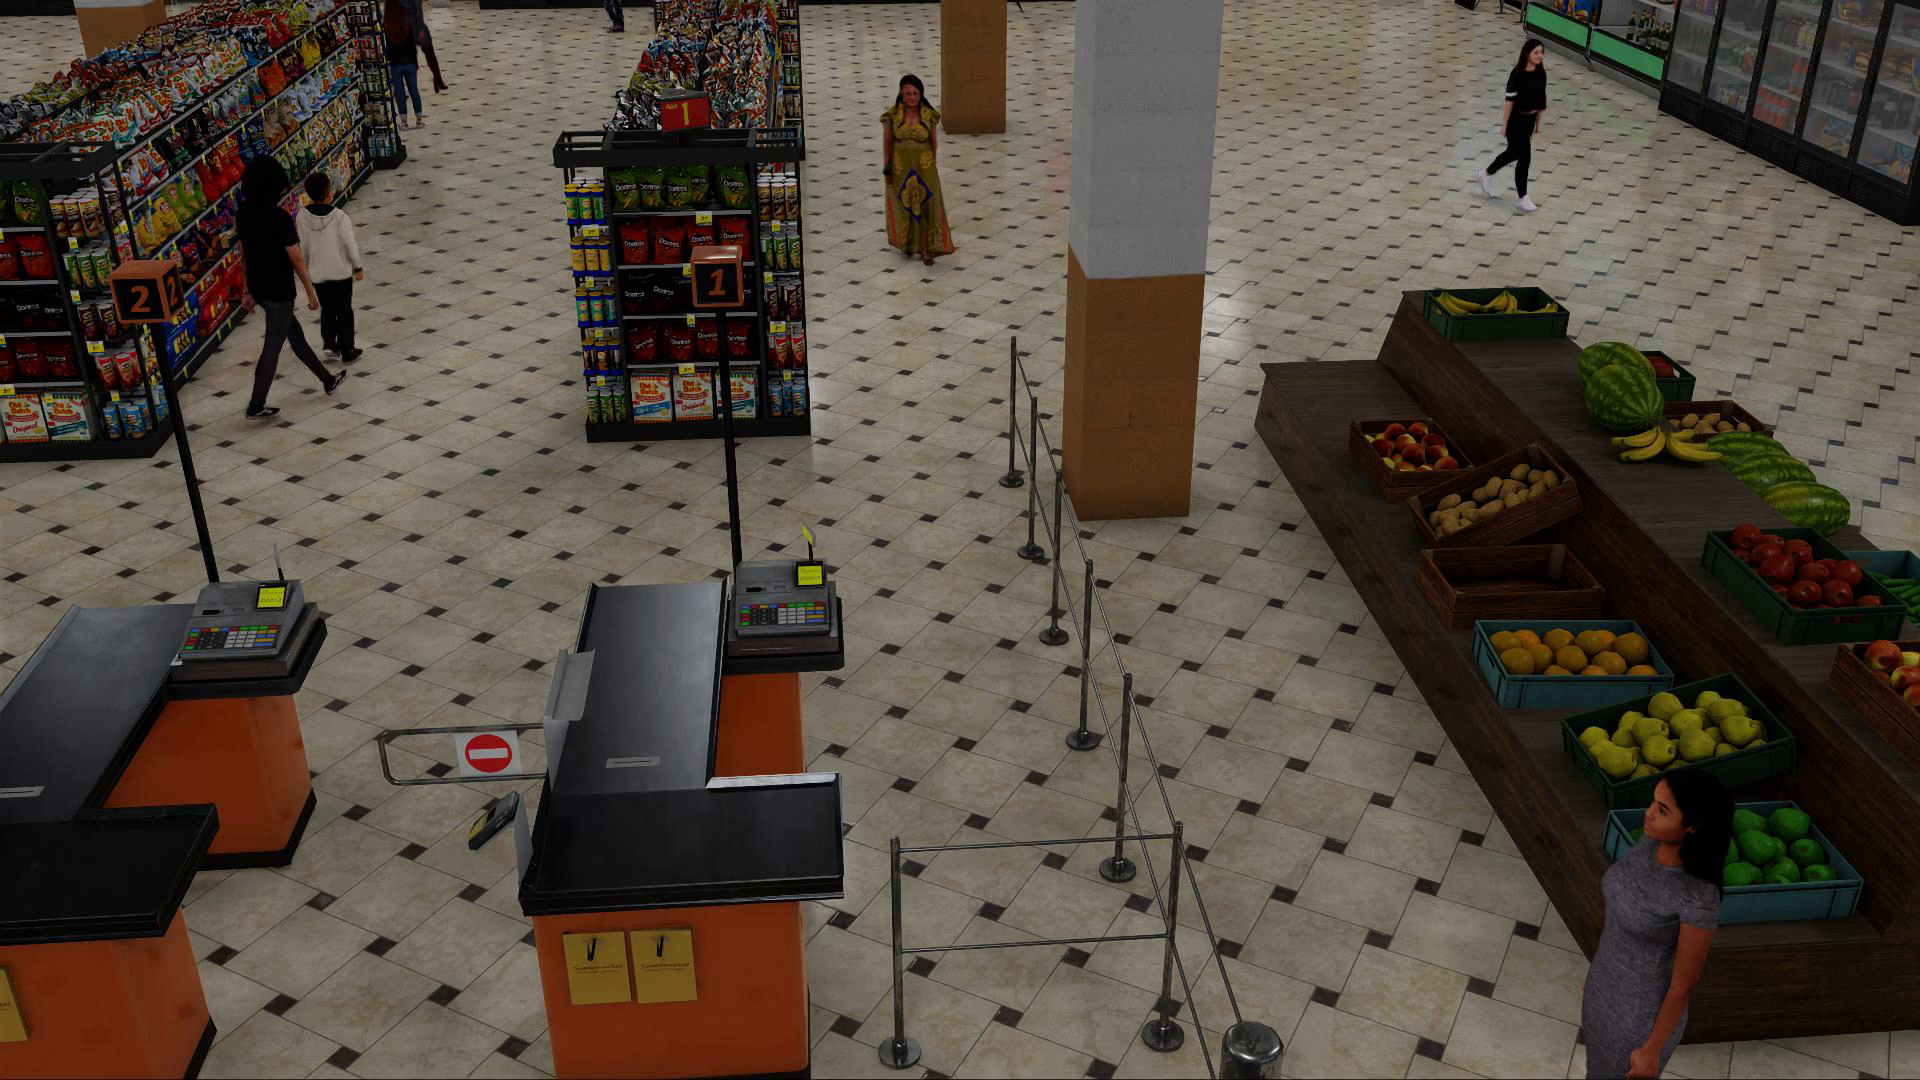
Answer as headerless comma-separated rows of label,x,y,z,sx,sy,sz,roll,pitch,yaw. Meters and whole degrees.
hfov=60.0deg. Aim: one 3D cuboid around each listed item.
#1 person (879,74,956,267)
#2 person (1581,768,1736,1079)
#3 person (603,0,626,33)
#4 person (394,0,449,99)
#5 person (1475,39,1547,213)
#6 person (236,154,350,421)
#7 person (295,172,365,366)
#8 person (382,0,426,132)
person,-0.437,-3.290,14.722,0.779,1.628,1.053,-3,27,-6
person,2.108,1.463,5.181,0.635,1.781,0.442,-2,27,-4
person,-5.128,-8.258,24.882,0.597,1.299,0.467,2,27,5
person,-6.847,-6.293,20.602,0.949,1.666,1.165,11,29,21
person,5.440,-4.075,16.289,0.885,1.611,1.165,-14,30,-25
person,-4.756,-1.663,11.352,1.062,1.774,1.206,14,30,26
person,-4.703,-1.977,12.336,0.648,1.444,0.642,3,27,6
person,-6.467,-5.510,19.259,0.638,1.484,0.656,-17,32,-31
